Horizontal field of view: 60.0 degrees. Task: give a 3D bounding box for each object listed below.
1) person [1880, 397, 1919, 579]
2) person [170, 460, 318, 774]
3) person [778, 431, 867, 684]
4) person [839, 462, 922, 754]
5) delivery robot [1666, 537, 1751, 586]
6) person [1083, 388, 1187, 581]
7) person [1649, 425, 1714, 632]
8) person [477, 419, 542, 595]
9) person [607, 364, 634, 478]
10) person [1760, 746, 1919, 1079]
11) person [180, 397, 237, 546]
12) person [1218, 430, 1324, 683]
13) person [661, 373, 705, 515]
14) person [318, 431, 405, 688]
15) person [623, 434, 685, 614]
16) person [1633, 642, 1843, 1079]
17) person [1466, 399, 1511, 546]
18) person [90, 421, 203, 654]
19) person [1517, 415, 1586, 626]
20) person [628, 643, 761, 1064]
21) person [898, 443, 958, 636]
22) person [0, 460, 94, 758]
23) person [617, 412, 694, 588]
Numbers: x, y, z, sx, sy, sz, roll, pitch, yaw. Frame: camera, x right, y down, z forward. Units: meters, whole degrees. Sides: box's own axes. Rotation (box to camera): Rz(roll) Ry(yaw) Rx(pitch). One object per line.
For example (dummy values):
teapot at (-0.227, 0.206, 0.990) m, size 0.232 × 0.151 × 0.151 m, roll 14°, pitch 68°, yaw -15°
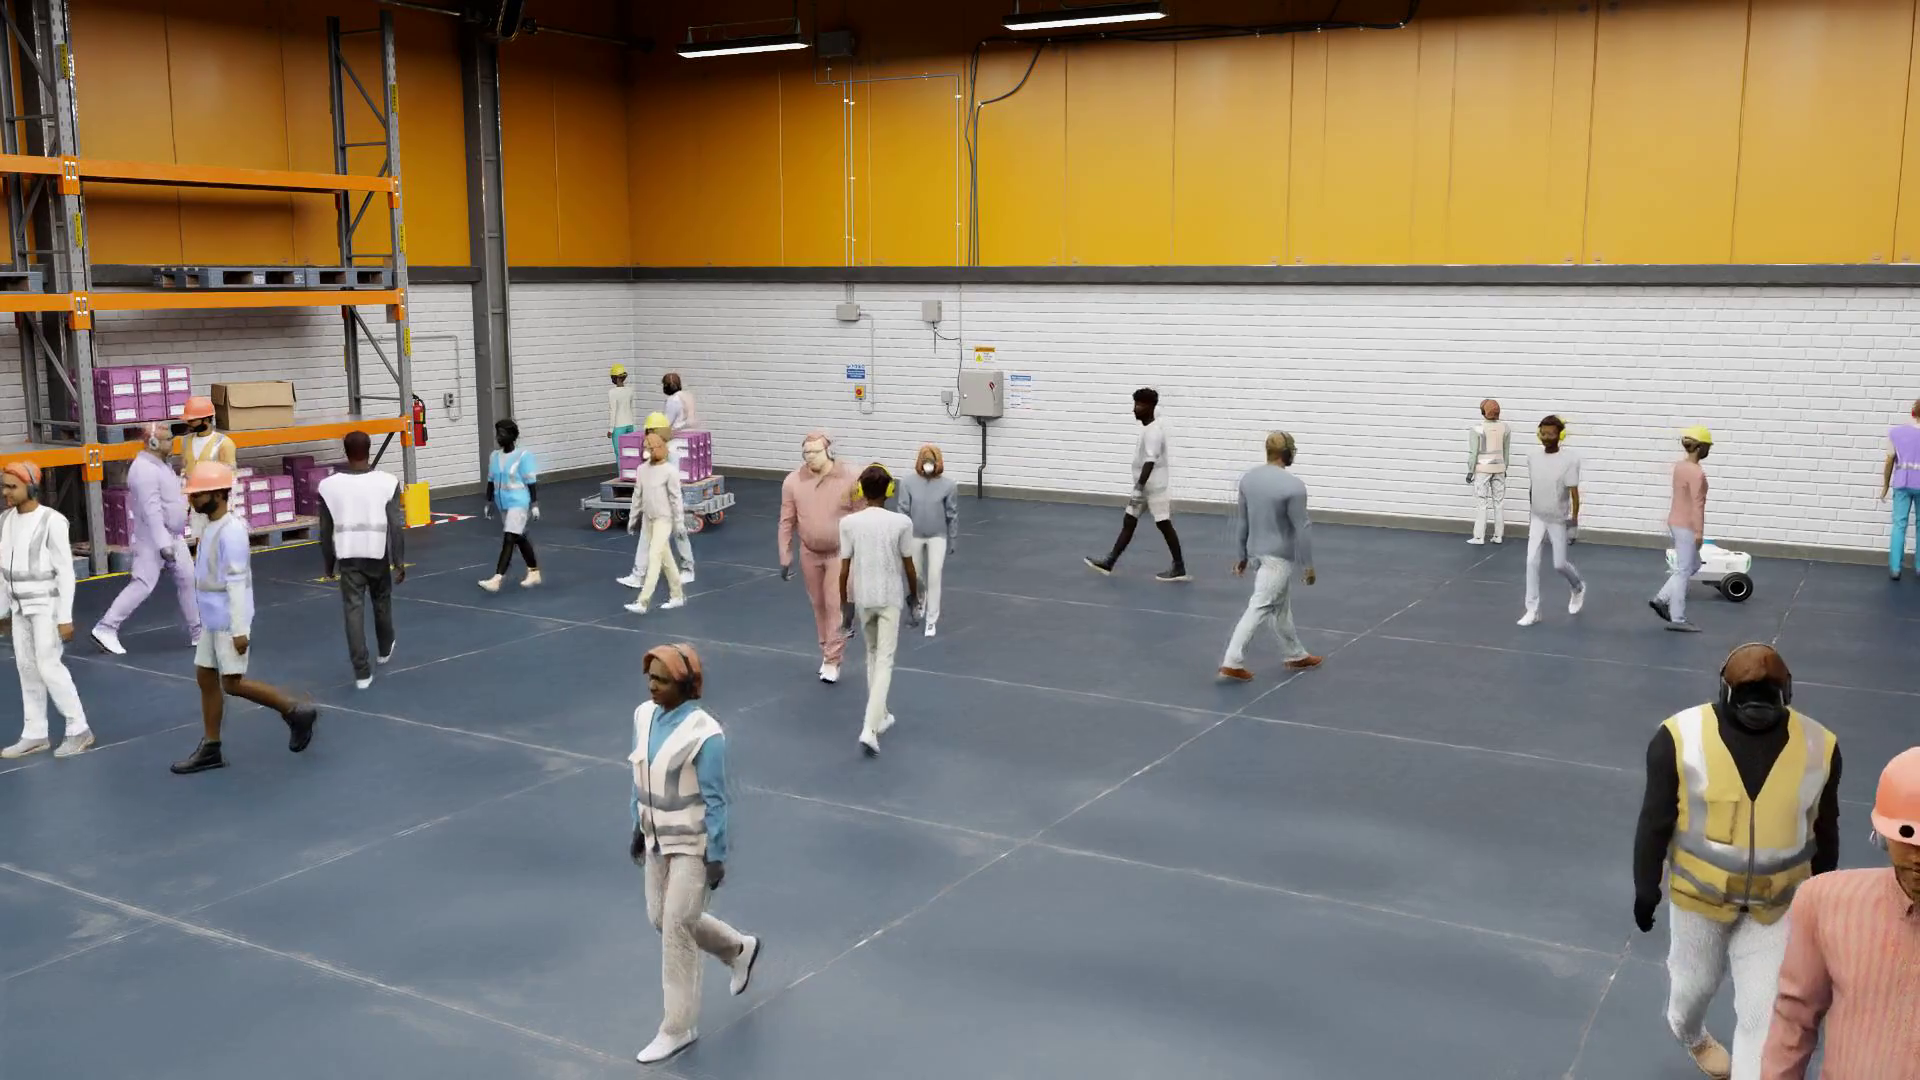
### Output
person at (9.460, -0.507, 16.488) m, size 0.583 × 1.857 × 0.489 m, roll 5°, pitch 11°, yaw 30°
person at (-4.428, 0.458, 10.148) m, size 0.797 × 1.916 × 0.558 m, roll -7°, pitch 11°, yaw -37°
person at (-1.033, 0.131, 12.349) m, size 0.671 × 1.863 × 0.895 m, roll 2°, pitch 9°, yaw 14°
person at (-0.540, 0.419, 10.665) m, size 0.504 × 1.837 × 0.949 m, roll 3°, pitch 9°, yaw 16°
delivery robot at (7.004, 0.219, 15.586) m, size 0.707 × 0.478 × 0.477 m, roll 3°, pitch 9°, yaw 16°
person at (1.769, -0.539, 16.363) m, size 1.040 × 1.904 × 0.623 m, roll -1°, pitch 9°, yaw -3°
person at (6.182, -0.098, 14.110) m, size 0.380 × 1.750 × 0.583 m, roll 1°, pitch 9°, yaw 5°
person at (-4.308, -0.320, 15.795) m, size 0.550 × 1.647 × 0.885 m, roll 6°, pitch 11°, yaw 33°
person at (-4.765, -1.582, 23.352) m, size 0.310 × 1.769 × 0.523 m, roll 4°, pitch 10°, yaw 25°
person at (2.187, 1.431, 3.872) m, size 0.430 × 1.975 × 0.635 m, roll -8°, pitch 12°, yaw -42°
person at (-6.807, -0.334, 15.046) m, size 0.543 × 1.932 × 0.376 m, roll 2°, pitch 9°, yaw 15°
person at (2.334, 0.122, 12.379) m, size 1.048 × 1.886 × 0.644 m, roll -5°, pitch 10°, yaw -29°
person at (-3.628, -1.204, 20.958) m, size 0.959 × 1.778 × 0.611 m, roll 1°, pitch 9°, yaw 5°
person at (-4.475, 0.112, 12.489) m, size 0.602 × 1.854 × 1.027 m, roll -2°, pitch 9°, yaw -15°
person at (-2.778, -0.139, 14.829) m, size 0.522 × 1.595 × 0.813 m, roll 8°, pitch 12°, yaw 41°
person at (2.708, 1.208, 5.848) m, size 0.658 × 1.807 × 0.846 m, roll 3°, pitch 10°, yaw 19°
person at (5.897, -0.753, 18.565) m, size 0.513 × 1.642 × 0.313 m, roll -2°, pitch 9°, yaw -14°
person at (-6.465, -0.021, 13.305) m, size 0.969 × 1.871 × 0.634 m, roll -1°, pitch 9°, yaw -7°
person at (5.192, -0.186, 14.454) m, size 0.811 × 1.842 × 0.529 m, roll -9°, pitch 13°, yaw -43°
person at (-1.045, 1.179, 6.549) m, size 0.624 × 1.621 × 0.518 m, roll -9°, pitch 13°, yaw -44°
person at (-0.270, -0.026, 14.086) m, size 0.519 × 1.615 × 0.576 m, roll 1°, pitch 9°, yaw 4°
person at (-5.799, 0.437, 10.411) m, size 0.591 × 1.884 × 0.387 m, roll 4°, pitch 10°, yaw 26°
person at (-2.914, -0.380, 16.041) m, size 0.505 × 1.687 × 0.889 m, roll 7°, pitch 12°, yaw 38°
